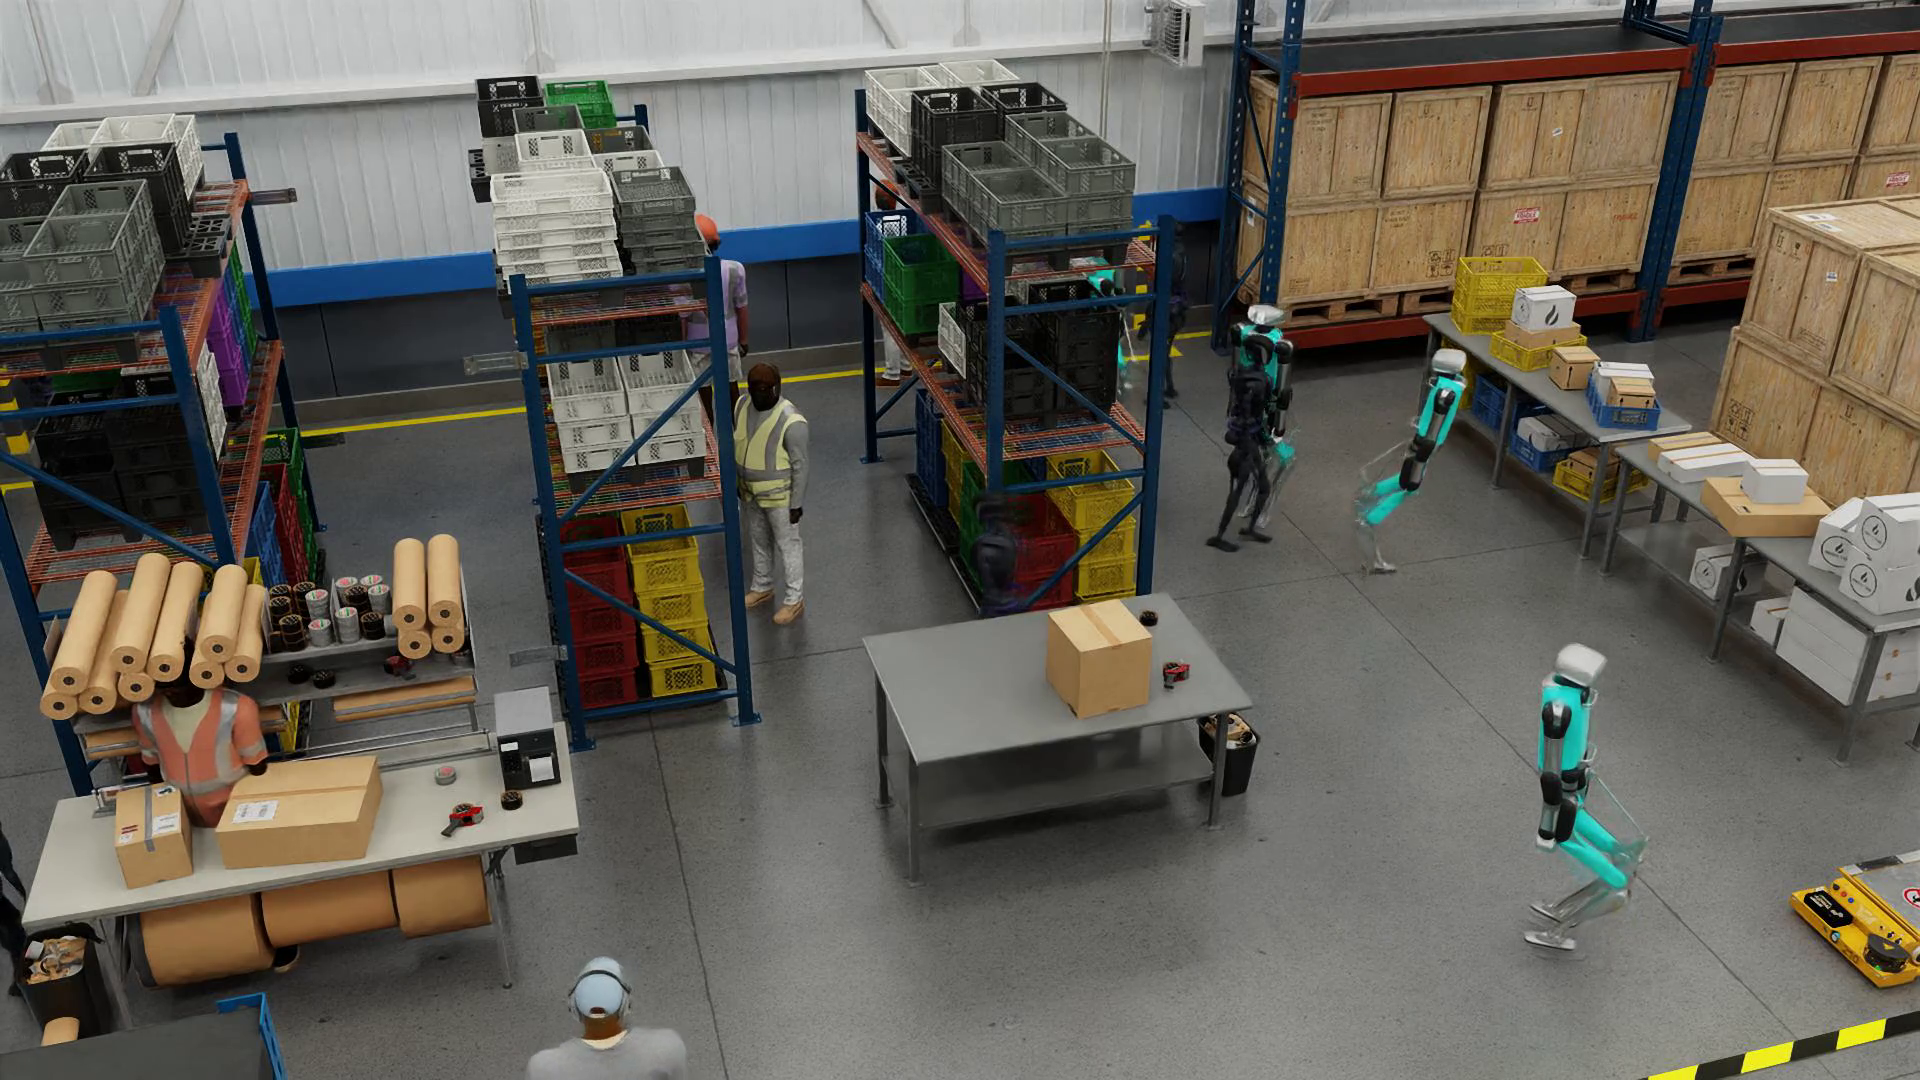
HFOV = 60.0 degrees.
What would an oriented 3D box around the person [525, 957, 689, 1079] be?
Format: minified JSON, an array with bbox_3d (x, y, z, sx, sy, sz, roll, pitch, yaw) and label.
[{"bbox_3d":[-1.296,2.313,6.312,0.597,1.850,0.395,-9,30,-15],"label":"person"}]

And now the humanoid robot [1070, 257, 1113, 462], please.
[{"bbox_3d":[1.000,-1.244,12.944,0.538,1.838,0.682,-9,30,-17],"label":"humanoid robot"}]

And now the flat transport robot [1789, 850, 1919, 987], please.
[{"bbox_3d":[5.163,1.916,8.676,1.431,0.231,0.659,-8,30,-14],"label":"flat transport robot"}]

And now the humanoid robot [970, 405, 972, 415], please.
[{"bbox_3d":[0.137,-1.693,13.768,0.328,1.648,0.599,-8,30,-14],"label":"humanoid robot"}]

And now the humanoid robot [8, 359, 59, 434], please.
[{"bbox_3d":[-6.875,-0.986,12.477,0.315,1.657,0.599,-15,32,-25],"label":"humanoid robot"}]

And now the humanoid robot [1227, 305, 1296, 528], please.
[{"bbox_3d":[2.317,-0.938,12.328,0.704,1.782,0.541,-24,37,-36],"label":"humanoid robot"}]

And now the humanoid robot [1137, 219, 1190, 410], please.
[{"bbox_3d":[1.754,-1.937,14.217,0.331,1.655,0.586,18,34,30],"label":"humanoid robot"}]

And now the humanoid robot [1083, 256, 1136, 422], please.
[{"bbox_3d":[1.204,-1.655,13.662,0.530,1.799,0.732,-10,30,-18],"label":"humanoid robot"}]

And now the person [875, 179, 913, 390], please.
[{"bbox_3d":[-0.604,-2.234,14.550,0.357,1.884,0.571,15,32,25],"label":"person"}]

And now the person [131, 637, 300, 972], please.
[{"bbox_3d":[-3.621,1.282,8.076,0.597,1.958,0.365,1,29,1],"label":"person"}]

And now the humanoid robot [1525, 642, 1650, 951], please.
[{"bbox_3d":[3.114,1.308,8.117,0.735,1.677,0.533,15,32,26],"label":"humanoid robot"}]

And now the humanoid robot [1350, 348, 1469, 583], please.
[{"bbox_3d":[3.031,-0.483,11.589,0.791,1.835,0.543,10,30,18],"label":"humanoid robot"}]

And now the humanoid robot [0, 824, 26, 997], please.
[{"bbox_3d":[-4.771,1.574,7.837,0.591,1.652,0.374,-7,30,-12],"label":"humanoid robot"}]

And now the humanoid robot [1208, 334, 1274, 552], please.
[{"bbox_3d":[2.104,-0.705,11.988,0.459,1.646,0.592,8,30,15],"label":"humanoid robot"}]

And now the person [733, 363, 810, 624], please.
[{"bbox_3d":[-1.285,-0.320,11.110,0.632,1.843,0.429,21,35,33],"label":"person"}]

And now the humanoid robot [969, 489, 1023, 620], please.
[{"bbox_3d":[0.281,0.479,9.843,0.553,1.636,0.611,6,29,11],"label":"humanoid robot"}]

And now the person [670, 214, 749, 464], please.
[{"bbox_3d":[-1.970,-1.586,13.203,0.606,2.048,0.366,-12,31,-21],"label":"person"}]
